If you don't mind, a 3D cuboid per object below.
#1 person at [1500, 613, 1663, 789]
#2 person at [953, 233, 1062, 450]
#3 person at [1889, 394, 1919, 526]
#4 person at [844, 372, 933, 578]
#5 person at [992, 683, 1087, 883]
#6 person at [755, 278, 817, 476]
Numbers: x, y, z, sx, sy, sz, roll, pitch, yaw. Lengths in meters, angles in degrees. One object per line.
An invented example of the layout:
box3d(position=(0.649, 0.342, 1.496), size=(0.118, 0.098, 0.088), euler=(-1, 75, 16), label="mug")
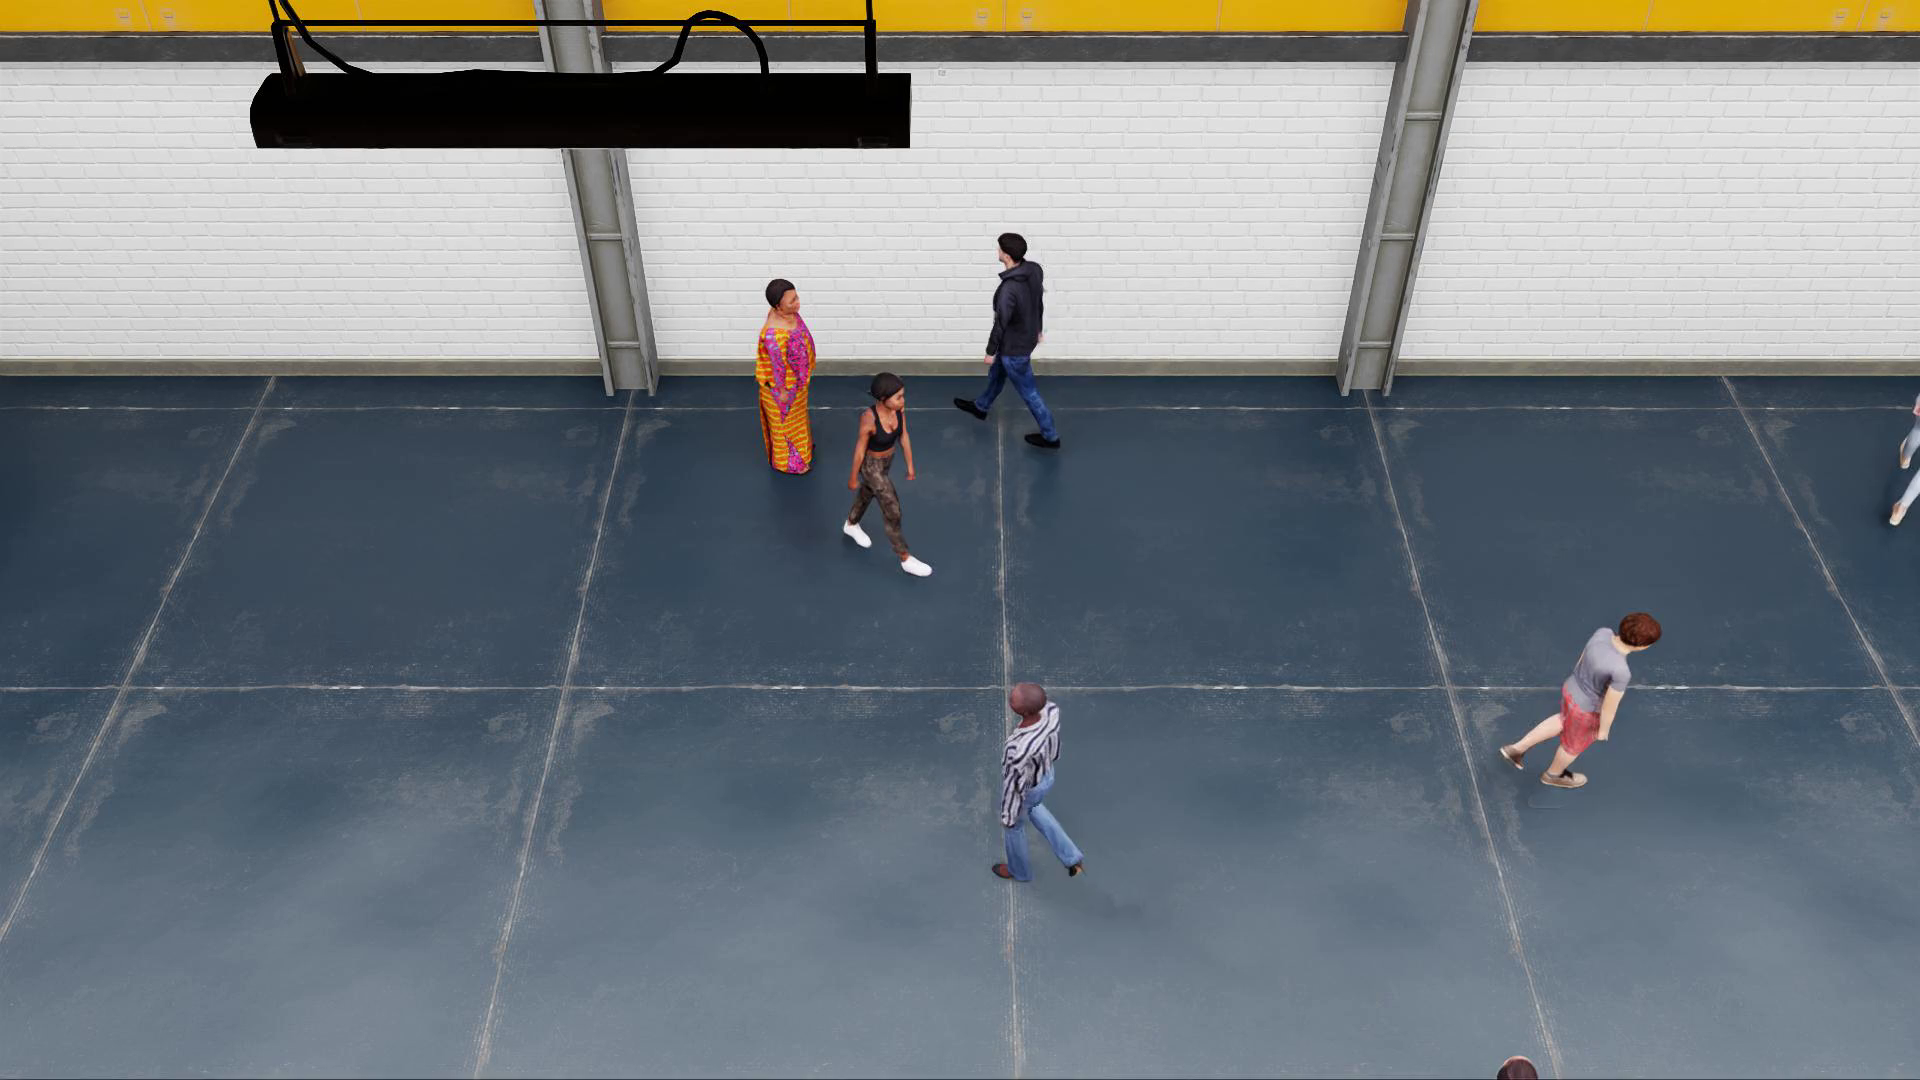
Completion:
box3d(position=(3.731, 0.999, 10.110), size=(0.820, 1.625, 0.644), euler=(-9, 44, -9), label="person")
box3d(position=(0.498, -1.431, 12.508), size=(1.311, 1.834, 1.052), euler=(20, 47, 20), label="person")
box3d(position=(7.102, -0.867, 11.983), size=(1.188, 1.742, 1.077), euler=(23, 48, 22), label="person")
box3d(position=(-0.645, -0.530, 11.696), size=(1.130, 1.650, 0.988), euler=(31, 51, 28), label="person")
box3d(position=(0.472, 1.449, 9.527), size=(0.946, 1.777, 0.848), euler=(21, 47, 21), label="person")
box3d(position=(-1.282, -1.260, 12.439), size=(0.675, 1.683, 0.662), euler=(4, 44, 4), label="person")
